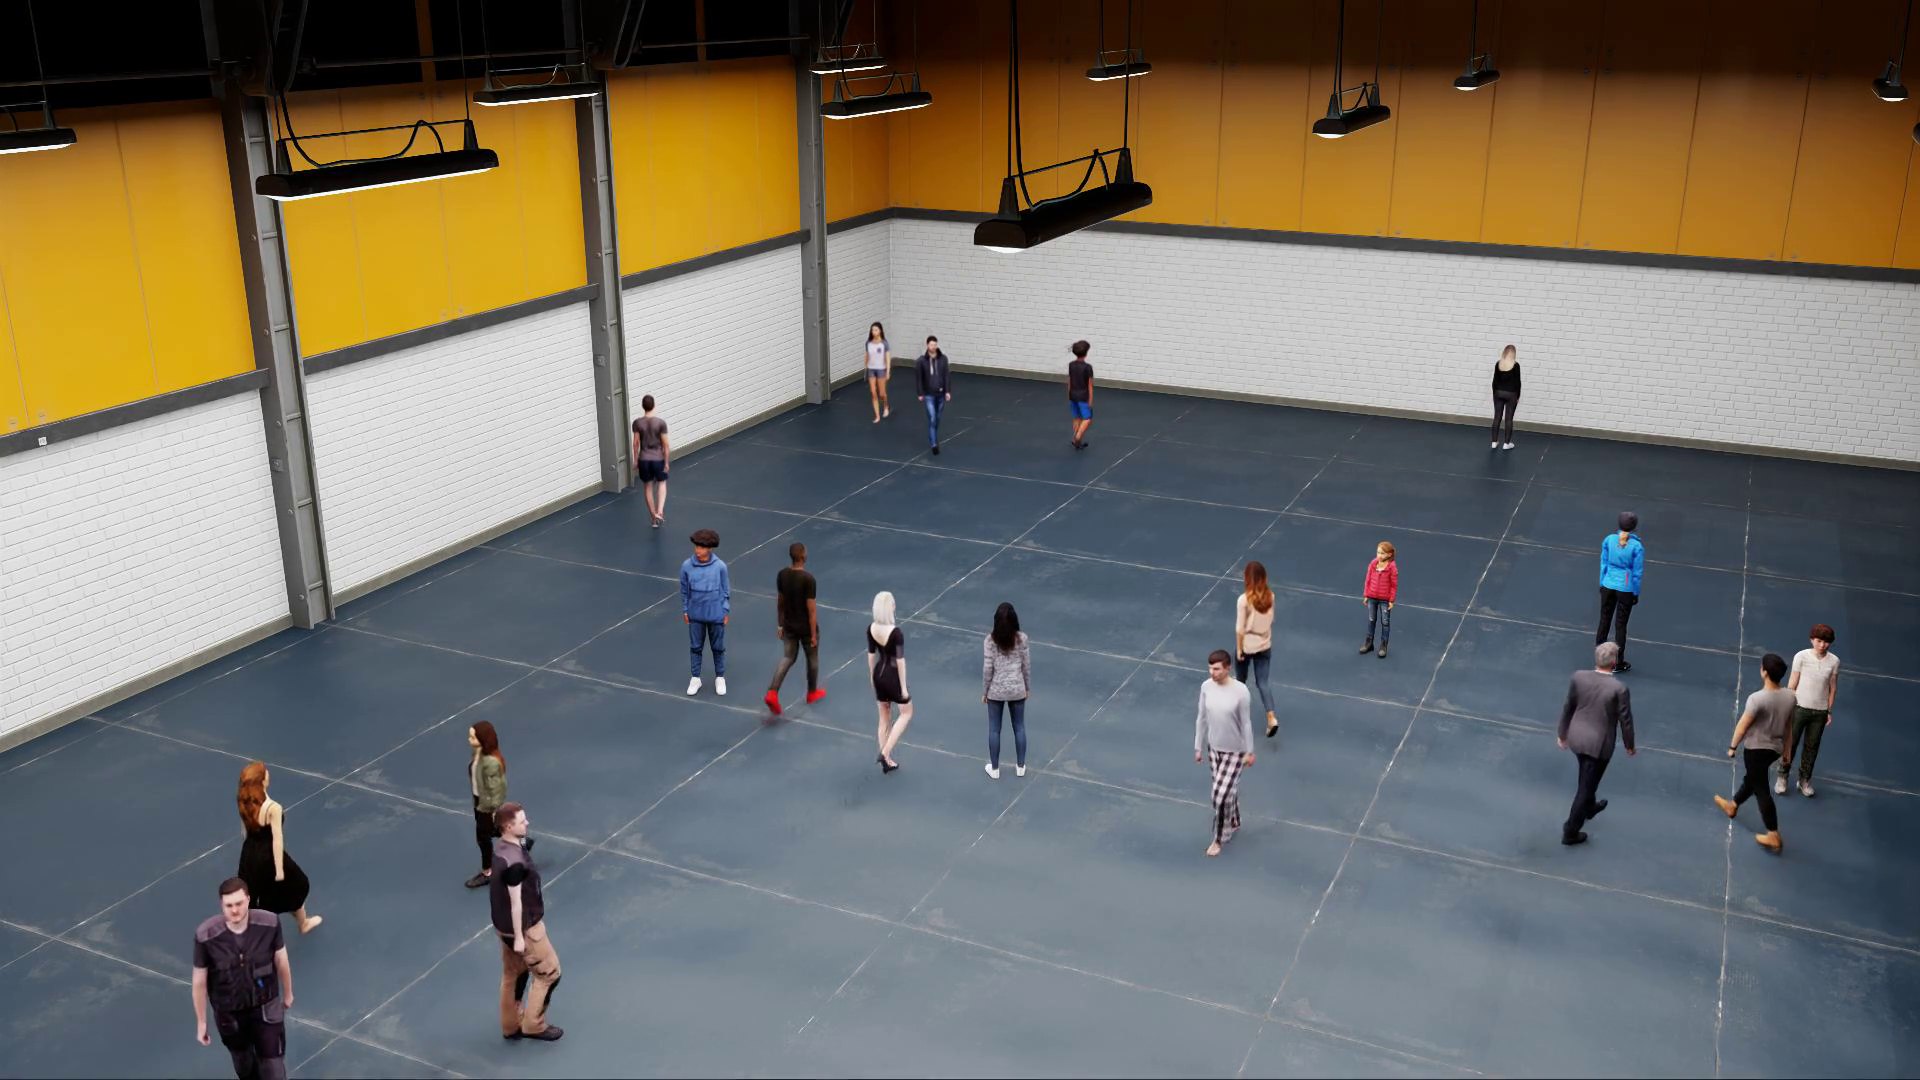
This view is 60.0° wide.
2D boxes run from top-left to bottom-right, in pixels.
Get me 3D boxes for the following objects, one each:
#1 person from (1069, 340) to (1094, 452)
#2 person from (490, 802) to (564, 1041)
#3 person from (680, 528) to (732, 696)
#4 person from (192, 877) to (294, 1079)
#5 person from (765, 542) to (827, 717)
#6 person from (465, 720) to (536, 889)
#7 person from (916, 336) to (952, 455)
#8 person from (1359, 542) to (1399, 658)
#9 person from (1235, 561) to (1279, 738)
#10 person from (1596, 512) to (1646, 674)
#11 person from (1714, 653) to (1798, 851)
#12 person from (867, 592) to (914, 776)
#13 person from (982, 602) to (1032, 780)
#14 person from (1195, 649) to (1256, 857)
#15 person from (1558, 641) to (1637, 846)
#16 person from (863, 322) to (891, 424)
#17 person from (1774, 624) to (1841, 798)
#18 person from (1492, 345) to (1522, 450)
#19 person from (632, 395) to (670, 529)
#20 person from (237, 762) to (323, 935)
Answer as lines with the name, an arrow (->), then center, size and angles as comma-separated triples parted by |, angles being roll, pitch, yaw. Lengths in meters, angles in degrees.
person -> 1.860, -2.259, 26.365 | 0.672, 1.785, 0.839 | 13, 23, 34
person -> -3.169, 2.695, 11.593 | 0.872, 1.824, 0.827 | -9, 20, -24
person -> -2.661, 0.734, 17.448 | 0.749, 1.805, 0.717 | 0, 19, 0
person -> -4.622, 2.984, 10.771 | 1.181, 1.800, 1.229 | -7, 20, -19
person -> -1.705, 0.928, 16.914 | 0.714, 1.778, 1.128 | 10, 21, 28
person -> -3.837, 2.158, 13.758 | 0.969, 1.460, 0.845 | -11, 22, -30
person -> -0.417, -2.333, 26.487 | 1.156, 1.847, 1.290 | -4, 19, -13
person -> 4.674, 0.640, 18.490 | 0.540, 1.318, 0.540 | 12, 22, 32
person -> 2.956, 1.099, 16.432 | 1.014, 1.761, 1.137 | -5, 19, -14
person -> 7.122, 0.552, 18.003 | 0.658, 1.795, 0.684 | -16, 24, -39
person -> 6.978, 1.849, 14.343 | 1.078, 1.672, 1.197 | -5, 19, -14
person -> -0.714, 1.379, 15.505 | 0.669, 1.821, 0.715 | 13, 22, 33
person -> 0.430, 1.401, 15.579 | 0.690, 1.732, 0.705 | -3, 19, -8
person -> 2.347, 1.772, 14.349 | 0.794, 1.815, 0.966 | 16, 24, 39
person -> 5.411, 1.773, 14.354 | 1.208, 1.810, 1.055 | -12, 22, -31
person -> -1.387, -2.852, 28.224 | 0.629, 1.723, 0.689 | 5, 19, 15
person -> 7.796, 1.543, 15.279 | 0.608, 1.655, 0.588 | 4, 19, 12
person -> 8.733, -2.296, 26.629 | 0.645, 1.687, 0.598 | 14, 23, 35
person -> -4.214, -1.044, 22.673 | 0.815, 1.840, 0.863 | -2, 19, -6
person -> -5.328, 2.500, 12.572 | 0.647, 1.570, 1.160 | 7, 20, 19
